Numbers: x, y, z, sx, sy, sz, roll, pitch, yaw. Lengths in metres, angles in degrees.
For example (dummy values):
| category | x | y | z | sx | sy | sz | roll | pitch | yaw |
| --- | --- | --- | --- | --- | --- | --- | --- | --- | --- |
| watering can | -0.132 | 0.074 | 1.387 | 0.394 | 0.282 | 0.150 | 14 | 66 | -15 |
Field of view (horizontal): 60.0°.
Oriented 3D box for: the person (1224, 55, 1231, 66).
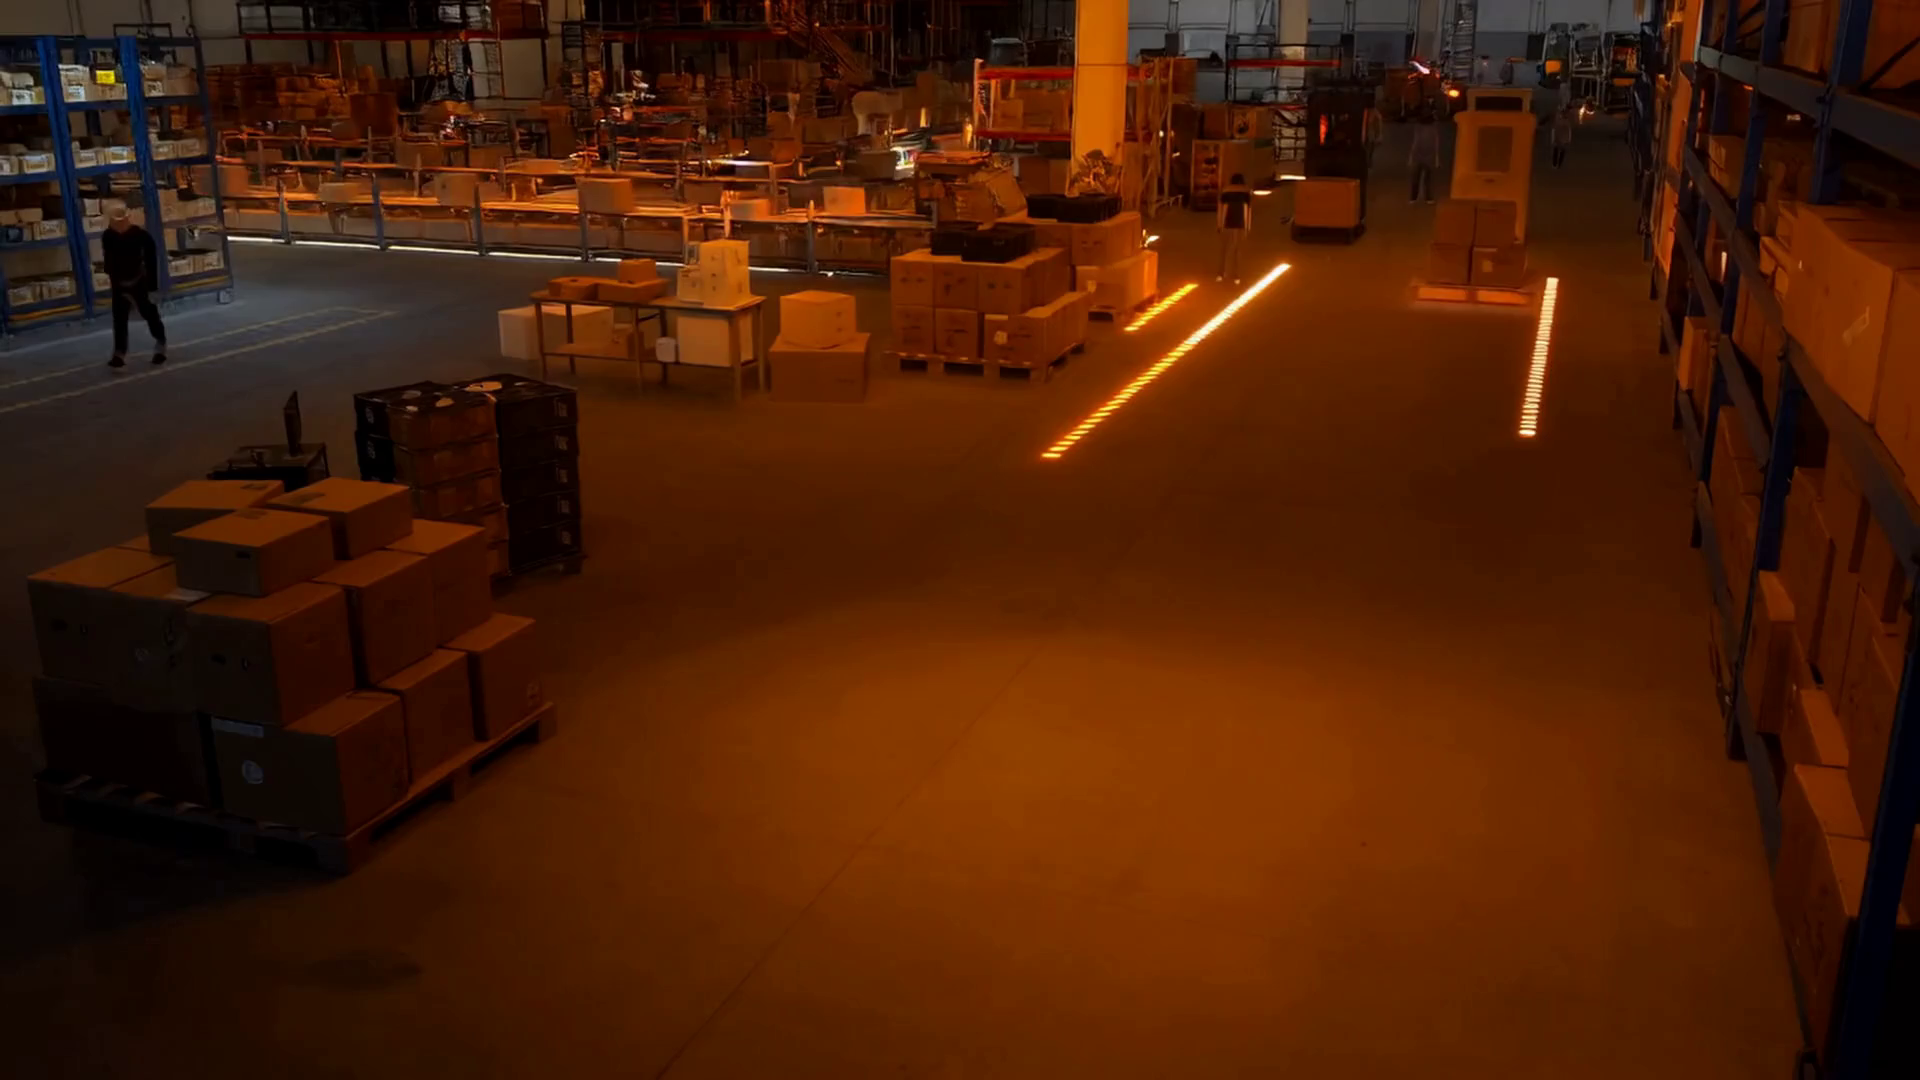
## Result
| category | x | y | z | sx | sy | sz | roll | pitch | yaw |
| --- | --- | --- | --- | --- | --- | --- | --- | --- | --- |
| person | 12.721 | -22.258 | 79.651 | 0.837 | 1.911 | 0.650 | 9 | 20 | 27 |

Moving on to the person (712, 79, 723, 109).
| category | x | y | z | sx | sy | sz | roll | pitch | yaw |
| --- | --- | --- | --- | --- | --- | --- | --- | --- | --- |
| person | -7.980 | -14.368 | 55.116 | 0.435 | 1.752 | 0.547 | -2 | 18 | -7 |

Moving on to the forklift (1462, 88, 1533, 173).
| category | x | y | z | sx | sy | sz | roll | pitch | yaw |
| --- | --- | --- | --- | --- | --- | --- | --- | --- | --- |
| forklift | 7.940 | -5.315 | 24.855 | 1.129 | 2.768 | 1.873 | 6 | 19 | 18 |

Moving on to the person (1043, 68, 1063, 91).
| category | x | y | z | sx | sy | sz | roll | pitch | yaw |
| --- | --- | --- | --- | --- | --- | --- | --- | --- | --- |
| person | 3.343 | -15.861 | 59.355 | 0.688 | 2.000 | 0.536 | 6 | 18 | 17 |

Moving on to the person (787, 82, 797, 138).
| category | x | y | z | sx | sy | sz | roll | pitch | yaw |
| --- | --- | --- | --- | --- | --- | --- | --- | --- | --- |
| person | -5.058 | -12.879 | 50.262 | 0.332 | 1.872 | 0.514 | -9 | 20 | -26 |

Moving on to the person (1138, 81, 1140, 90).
| category | x | y | z | sx | sy | sz | roll | pitch | yaw |
| --- | --- | --- | --- | --- | --- | --- | --- | --- | --- |
| person | 8.762 | -22.245 | 79.598 | 0.594 | 1.926 | 0.366 | 10 | 20 | 30 |

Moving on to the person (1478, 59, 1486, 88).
| category | x | y | z | sx | sy | sz | roll | pitch | yaw |
| --- | --- | --- | --- | --- | --- | --- | --- | --- | --- |
| person | 25.194 | -22.338 | 80.277 | 0.345 | 1.678 | 0.544 | 13 | 22 | 35 |

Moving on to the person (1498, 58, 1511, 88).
| category | x | y | z | sx | sy | sz | roll | pitch | yaw |
| --- | --- | --- | --- | --- | --- | --- | --- | --- | --- |
| person | 26.421 | -22.509 | 80.775 | 0.527 | 1.712 | 0.915 | 0 | 18 | -1 |

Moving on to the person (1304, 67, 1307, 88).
| category | x | y | z | sx | sy | sz | roll | pitch | yaw |
| --- | --- | --- | --- | --- | --- | --- | --- | --- | --- |
| person | 15.998 | -21.764 | 78.032 | 0.844 | 1.963 | 0.627 | -2 | 18 | -7 |

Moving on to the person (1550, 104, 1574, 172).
| category | x | y | z | sx | sy | sz | roll | pitch | yaw |
| --- | --- | --- | --- | --- | --- | --- | --- | --- | --- |
| person | 15.188 | -10.148 | 42.010 | 0.552 | 1.661 | 0.809 | 4 | 18 | 13 |

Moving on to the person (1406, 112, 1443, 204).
| category | x | y | z | sx | sy | sz | roll | pitch | yaw |
| --- | --- | --- | --- | --- | --- | --- | --- | --- | --- |
| person | 9.764 | -8.030 | 35.027 | 0.742 | 1.886 | 0.400 | 8 | 19 | 24 |

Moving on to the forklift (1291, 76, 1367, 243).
| category | x | y | z | sx | sy | sz | roll | pitch | yaw |
| --- | --- | --- | --- | --- | --- | --- | --- | --- | --- |
| forklift | 6.598 | -6.755 | 29.381 | 1.129 | 2.768 | 1.873 | 6 | 19 | 19 |

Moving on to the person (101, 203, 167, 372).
| category | x | y | z | sx | sy | sz | roll | pitch | yaw |
| --- | --- | --- | --- | --- | --- | --- | --- | --- | --- |
| person | -9.358 | -2.837 | 18.722 | 0.676 | 1.852 | 0.976 | 2 | 18 | 5 |

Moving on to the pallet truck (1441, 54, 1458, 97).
| category | x | y | z | sx | sy | sz | roll | pitch | yaw |
| --- | --- | --- | --- | --- | --- | --- | --- | --- | --- |
| pallet truck | 22.765 | -21.886 | 78.355 | 0.823 | 1.965 | 1.885 | -4 | 18 | -14 |

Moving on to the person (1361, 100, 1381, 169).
| category | x | y | z | sx | sy | sz | roll | pitch | yaw |
| --- | --- | --- | --- | --- | --- | --- | --- | --- | --- |
| person | 10.386 | -10.310 | 42.273 | 0.604 | 1.816 | 0.649 | 8 | 19 | 24 |

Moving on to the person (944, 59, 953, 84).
| category | x | y | z | sx | sy | sz | roll | pitch | yaw |
| --- | --- | --- | --- | --- | --- | --- | --- | --- | --- |
| person | -0.471 | -21.067 | 76.104 | 0.906 | 1.813 | 0.630 | -8 | 19 | -24 |

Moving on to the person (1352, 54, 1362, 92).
| category | x | y | z | sx | sy | sz | roll | pitch | yaw |
| --- | --- | --- | --- | --- | --- | --- | --- | --- | --- |
| person | 19.267 | -22.580 | 80.668 | 0.378 | 1.918 | 0.585 | 12 | 21 | 34 |

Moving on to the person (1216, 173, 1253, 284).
| category | x | y | z | sx | sy | sz | roll | pitch | yaw |
| --- | --- | --- | --- | --- | --- | --- | --- | --- | --- |
| person | 4.077 | -4.620 | 24.721 | 0.510 | 1.619 | 0.296 | 2 | 18 | 8 |

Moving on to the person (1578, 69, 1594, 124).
| category | x | y | z | sx | sy | sz | roll | pitch | yaw |
| --- | --- | --- | --- | --- | --- | --- | --- | --- | --- |
| person | 22.534 | -15.940 | 59.795 | 0.399 | 1.928 | 0.542 | 2 | 18 | 6 |

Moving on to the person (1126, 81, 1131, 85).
| category | x | y | z | sx | sy | sz | roll | pitch | yaw |
| --- | --- | --- | --- | --- | --- | --- | --- | --- | --- |
| person | 7.127 | -20.053 | 72.871 | 0.939 | 1.824 | 0.571 | -13 | 22 | -35 |

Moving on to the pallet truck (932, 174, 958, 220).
| category | x | y | z | sx | sy | sz | roll | pitch | yaw |
| --- | --- | --- | --- | --- | --- | --- | --- | --- | --- |
| pallet truck | -0.507 | -5.292 | 27.348 | 0.653 | 1.274 | 1.630 | 6 | 19 | 19 |

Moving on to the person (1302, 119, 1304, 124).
| category | x | y | z | sx | sy | sz | roll | pitch | yaw |
| --- | --- | --- | --- | --- | --- | --- | --- | --- | --- |
| person | 11.706 | -15.202 | 57.532 | 0.997 | 1.880 | 0.574 | -1 | 18 | -3 |

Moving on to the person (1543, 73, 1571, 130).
| category | x | y | z | sx | sy | sz | roll | pitch | yaw |
| --- | --- | --- | --- | --- | --- | --- | --- | --- | --- |
| person | 20.053 | -14.633 | 55.667 | 0.711 | 1.937 | 0.645 | 0 | 18 | -1 |

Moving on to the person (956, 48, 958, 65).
| category | x | y | z | sx | sy | sz | roll | pitch | yaw |
| --- | --- | --- | --- | --- | --- | --- | --- | --- | --- |
| person | -0.077 | -27.254 | 95.309 | 1.024 | 1.936 | 0.657 | -6 | 19 | -18 |

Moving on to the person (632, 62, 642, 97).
| category | x | y | z | sx | sy | sz | roll | pitch | yaw |
| --- | --- | --- | --- | --- | --- | --- | --- | --- | --- |
| person | -13.746 | -19.317 | 70.525 | 0.943 | 1.839 | 0.609 | 12 | 21 | 33 |

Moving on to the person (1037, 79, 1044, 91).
| category | x | y | z | sx | sy | sz | roll | pitch | yaw |
| --- | --- | --- | --- | --- | --- | --- | --- | --- | --- |
| person | 3.288 | -17.848 | 65.672 | 0.964 | 2.014 | 0.618 | -4 | 18 | -12 |

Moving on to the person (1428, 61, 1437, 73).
| category | x | y | z | sx | sy | sz | roll | pitch | yaw |
| --- | --- | --- | --- | --- | --- | --- | --- | --- | --- |
| person | 20.948 | -20.389 | 73.995 | 0.953 | 1.799 | 0.634 | 1 | 18 | 5 |
